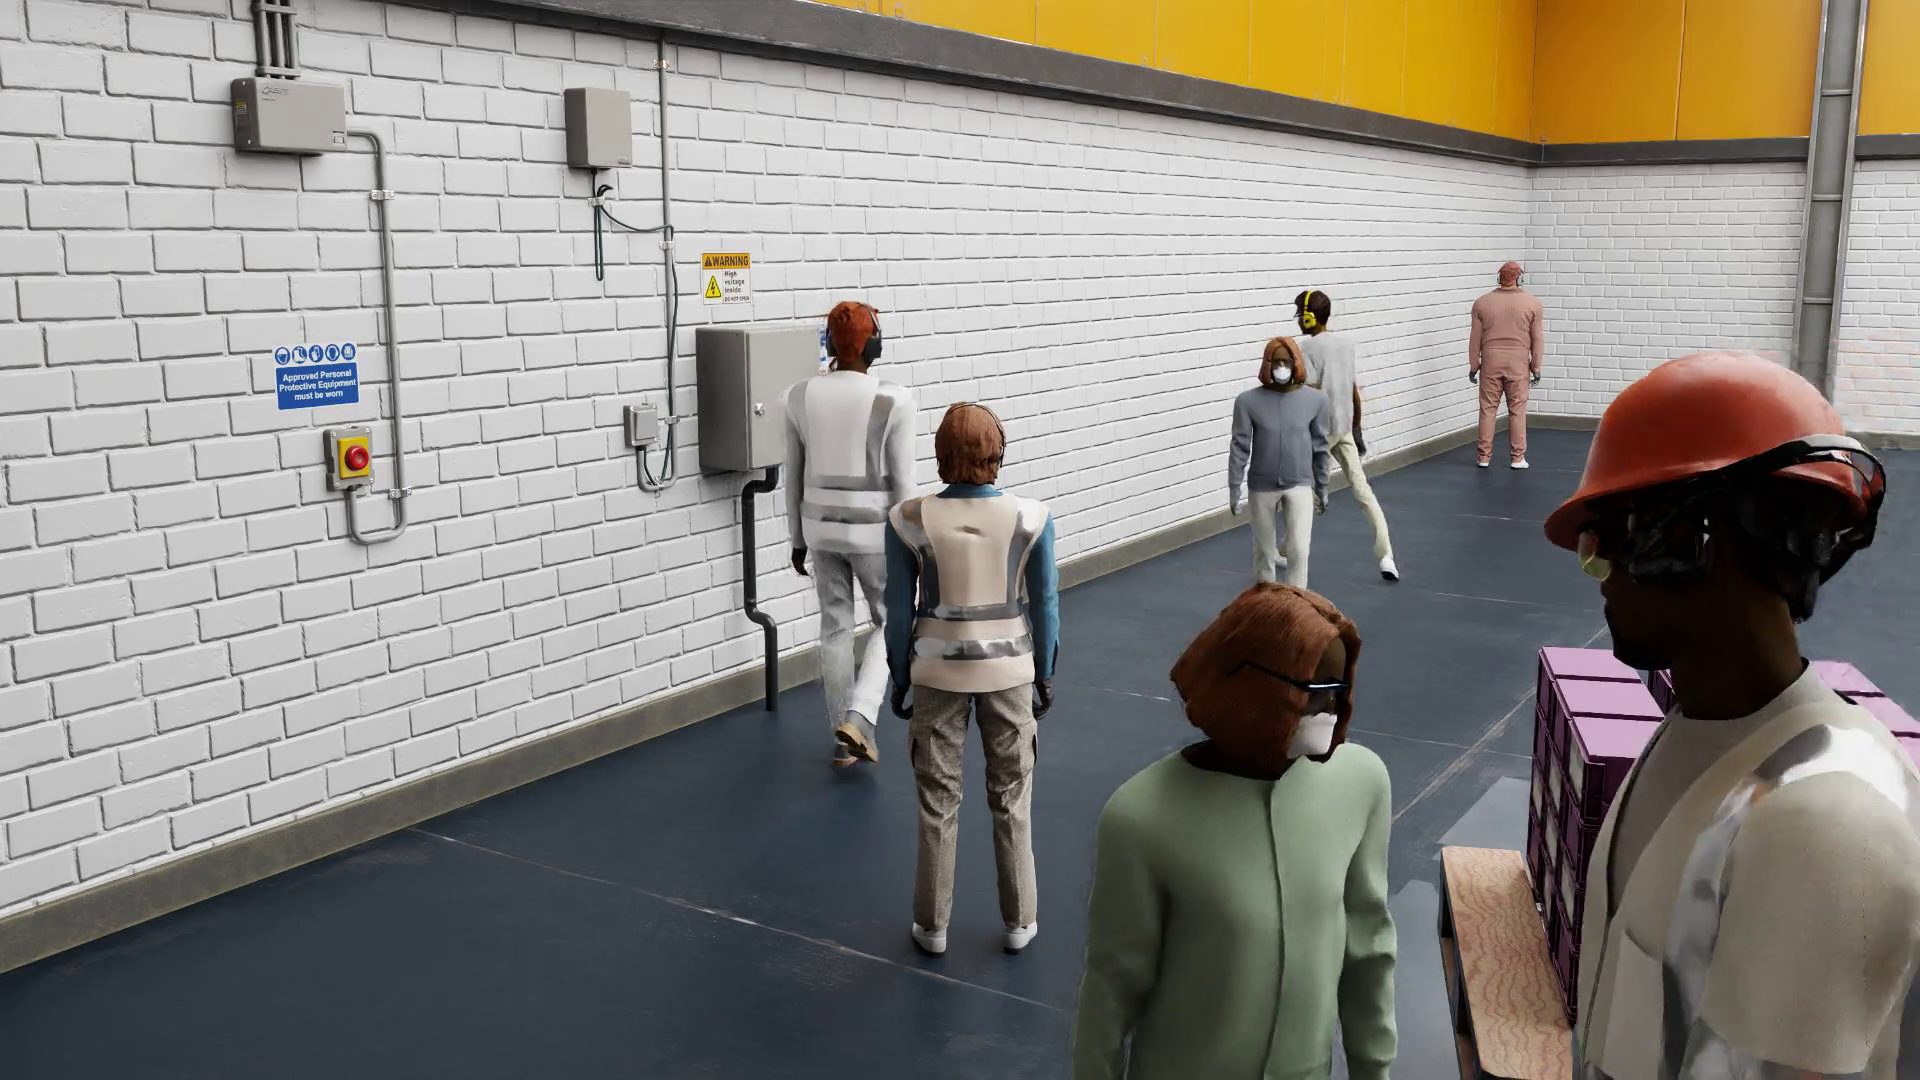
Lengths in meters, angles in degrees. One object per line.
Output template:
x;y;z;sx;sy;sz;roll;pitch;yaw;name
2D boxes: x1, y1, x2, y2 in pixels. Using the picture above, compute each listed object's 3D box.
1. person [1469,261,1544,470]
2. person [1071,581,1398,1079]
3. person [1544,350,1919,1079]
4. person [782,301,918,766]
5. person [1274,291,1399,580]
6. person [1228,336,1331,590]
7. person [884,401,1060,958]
5.021;-1.600;15.307;0.653;1.906;0.405;4;11;23;person
0.387;0.831;2.646;0.511;1.615;0.639;-4;11;-22;person
0.683;0.806;1.779;0.894;1.977;0.602;1;10;3;person
-0.440;-0.003;6.576;0.575;1.871;0.457;3;11;17;person
2.368;-0.654;10.416;0.577;1.796;1.056;-6;12;-29;person
1.644;-0.237;8.582;0.522;1.602;0.726;2;10;9;person
0.035;0.419;4.856;0.514;1.641;0.307;0;10;-3;person
